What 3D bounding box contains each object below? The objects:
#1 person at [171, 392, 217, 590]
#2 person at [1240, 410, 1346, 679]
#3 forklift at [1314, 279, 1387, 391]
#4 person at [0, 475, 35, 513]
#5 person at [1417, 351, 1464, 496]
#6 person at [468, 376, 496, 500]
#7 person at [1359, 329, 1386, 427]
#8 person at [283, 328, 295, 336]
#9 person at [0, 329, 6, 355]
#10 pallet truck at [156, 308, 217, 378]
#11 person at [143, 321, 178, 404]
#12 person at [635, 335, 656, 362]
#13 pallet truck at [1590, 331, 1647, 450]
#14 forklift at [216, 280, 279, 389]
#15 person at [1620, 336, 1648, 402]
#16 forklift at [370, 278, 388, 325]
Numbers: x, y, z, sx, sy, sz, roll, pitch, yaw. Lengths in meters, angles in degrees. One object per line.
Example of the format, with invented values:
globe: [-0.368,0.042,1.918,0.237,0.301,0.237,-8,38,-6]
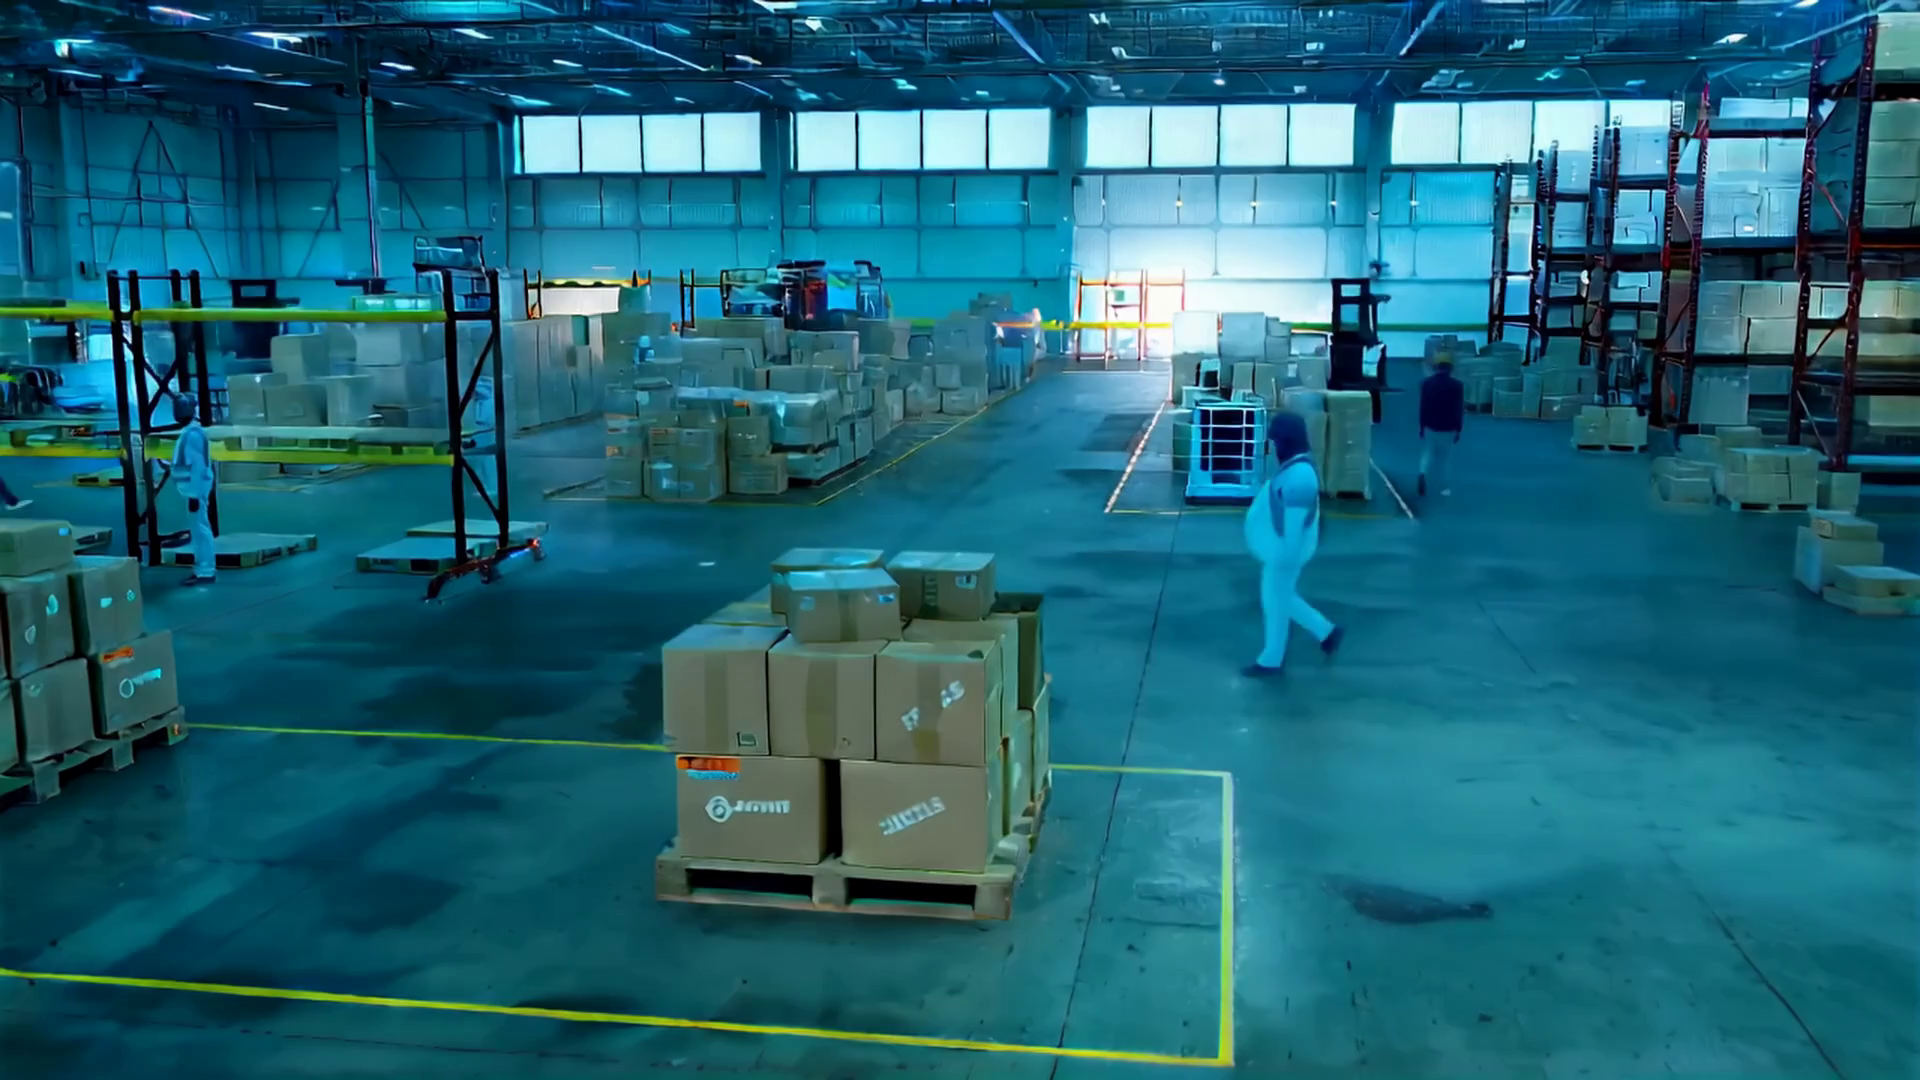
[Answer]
person: [-7.321,-0.467,15.866,0.356,1.883,0.573,-6,11,-31]
person: [2.471,0.027,12.328,0.729,2.000,0.692,2,9,9]
forklift: [9.797,-5.172,41.813,1.129,2.768,1.873,-3,10,-17]
person: [-12.095,-1.226,20.571,0.997,1.873,0.588,-5,11,-30]
person: [6.387,-1.537,22.199,0.617,1.975,0.801,7,11,36]
person: [-6.349,-1.359,22.108,0.306,1.640,0.522,-5,10,-28]
person: [8.025,-3.153,32.355,0.393,1.910,0.590,-6,11,-32]
person: [-13.393,-3.296,33.306,0.541,1.898,0.921,-1,9,-6]
person: [-22.582,-4.138,39.087,0.319,1.693,0.532,-1,9,-9]
pallet truck: [-21.869,-5.598,47.154,0.823,1.965,1.885,4,10,26]
person: [-18.203,-4.035,37.909,0.790,1.891,0.572,0,9,-1]
person: [-6.784,-3.604,35.958,0.514,1.641,0.309,3,10,19]
pallet truck: [11.253,-2.573,28.499,0.823,1.965,1.885,5,10,27]
forklift: [-15.499,-4.338,36.670,1.129,2.768,1.873,1,9,5]
person: [13.056,-3.122,32.367,0.622,1.845,0.429,-5,11,-30]
forklift: [-15.269,-5.496,43.813,1.873,2.768,1.129,-3,10,-17]
